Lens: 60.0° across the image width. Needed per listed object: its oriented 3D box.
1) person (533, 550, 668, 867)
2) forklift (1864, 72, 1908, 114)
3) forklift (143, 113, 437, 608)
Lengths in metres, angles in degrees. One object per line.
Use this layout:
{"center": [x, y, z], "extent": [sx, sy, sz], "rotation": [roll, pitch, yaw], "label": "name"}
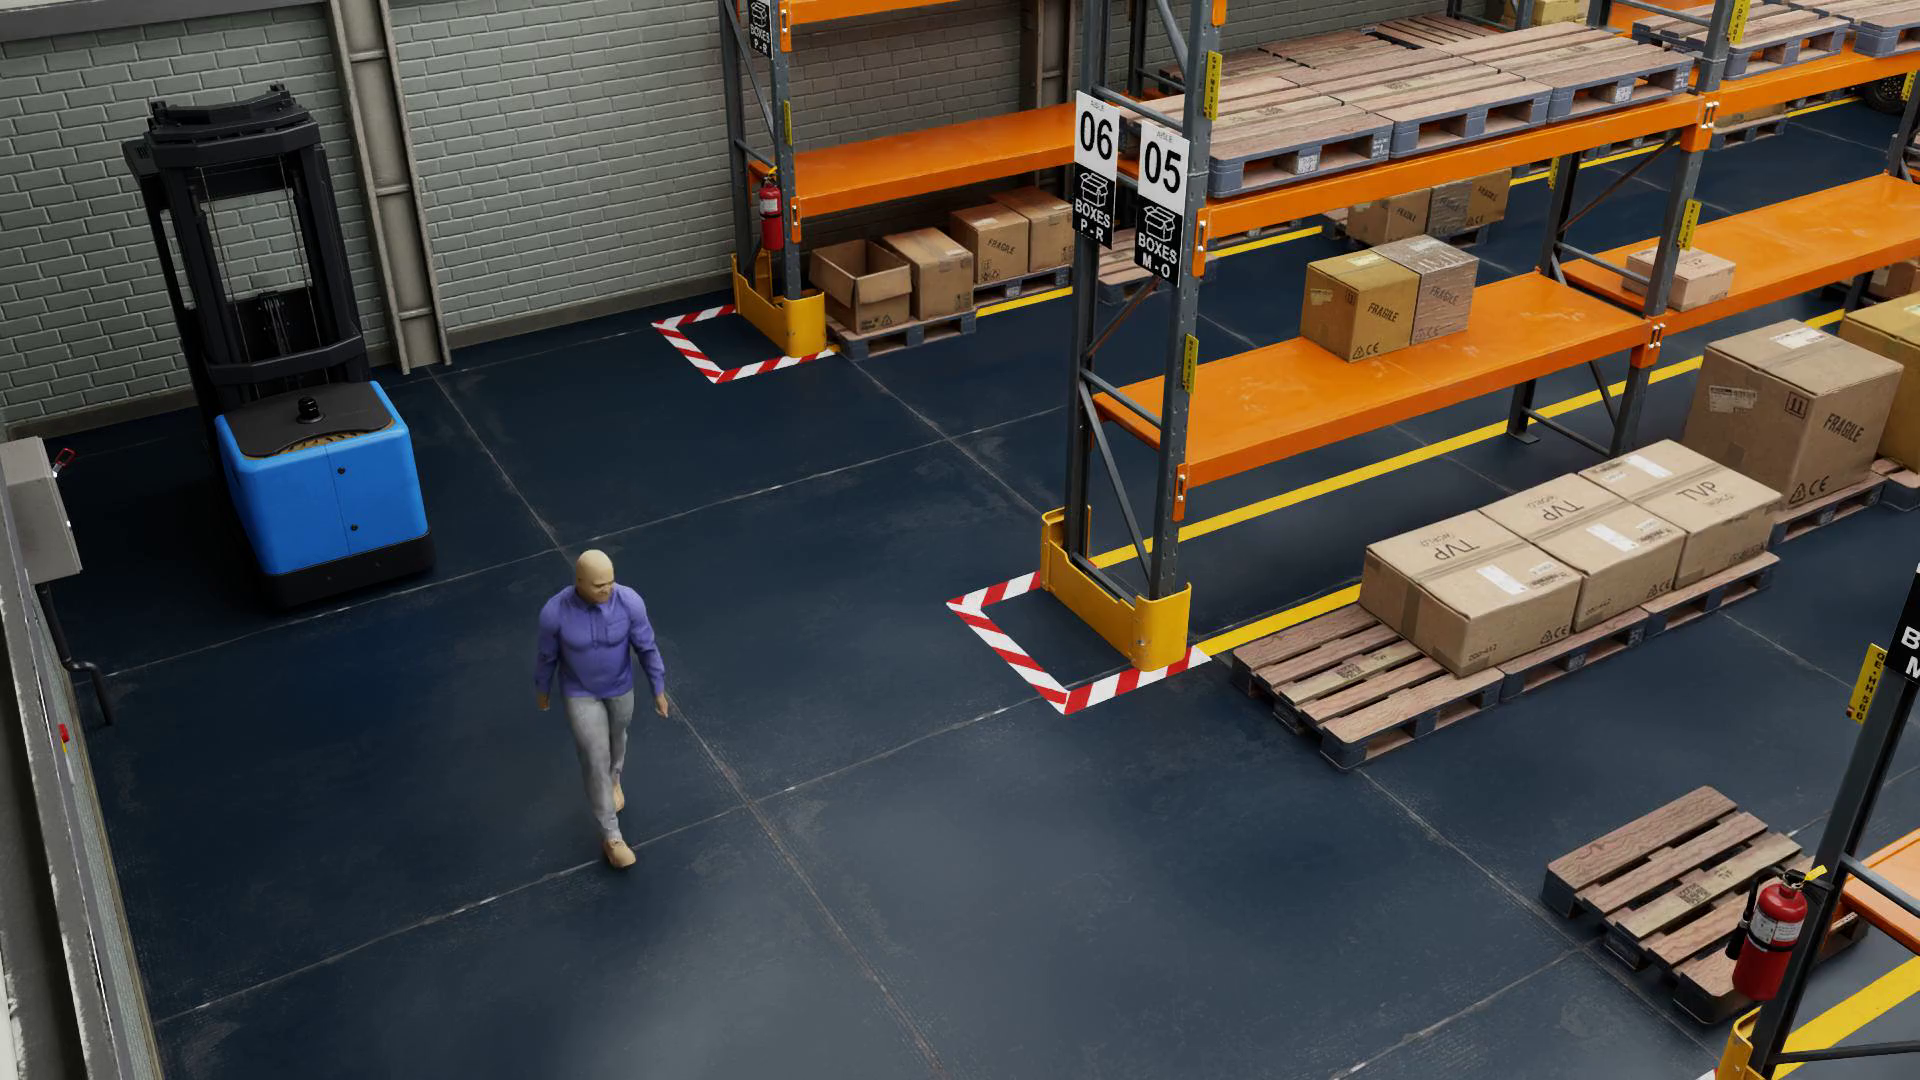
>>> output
{"center": [-1.783, 0.777, 8.271], "extent": [0.622, 1.751, 0.893], "rotation": [-13, 34, -20], "label": "person"}
{"center": [11.468, -5.645, 18.244], "extent": [1.214, 2.155, 2.313], "rotation": [-17, 36, -26], "label": "forklift"}
{"center": [-4.289, -1.259, 10.509], "extent": [1.129, 2.768, 1.873], "rotation": [-17, 36, -26], "label": "forklift"}
